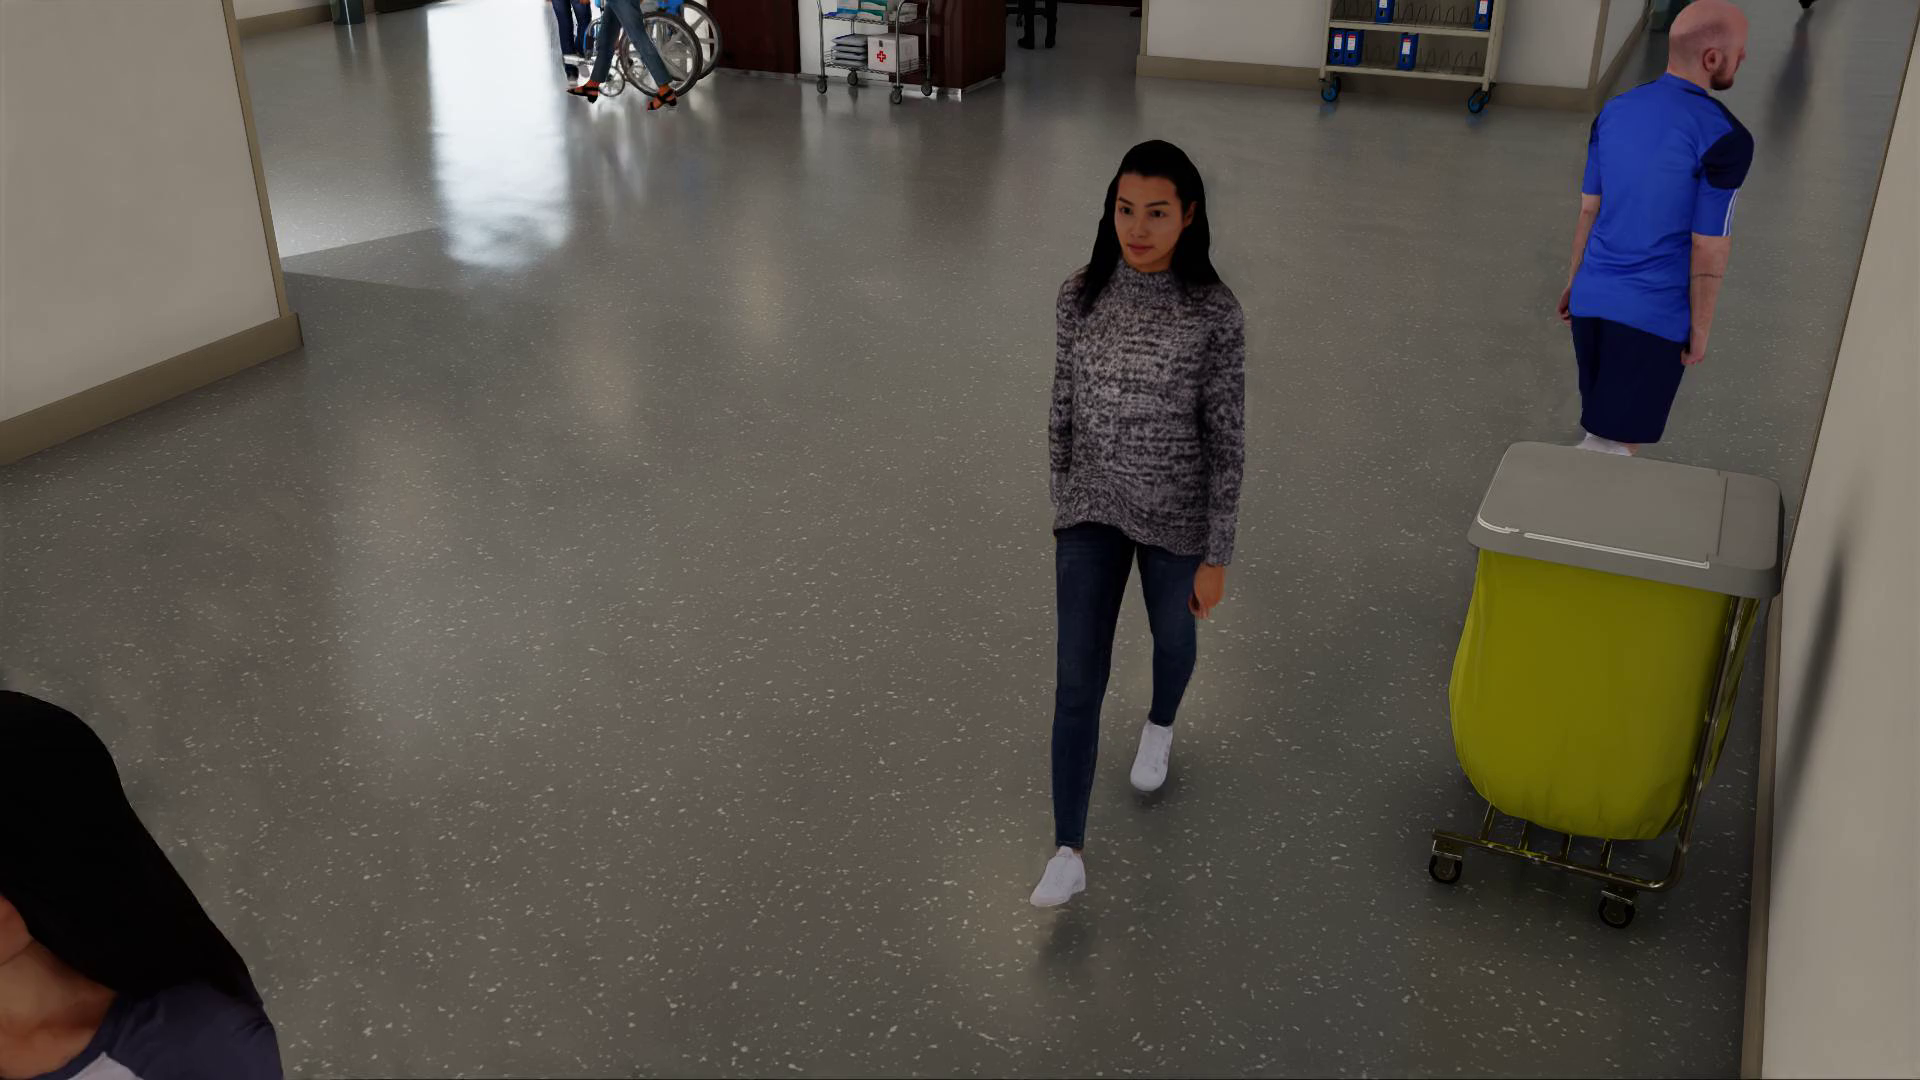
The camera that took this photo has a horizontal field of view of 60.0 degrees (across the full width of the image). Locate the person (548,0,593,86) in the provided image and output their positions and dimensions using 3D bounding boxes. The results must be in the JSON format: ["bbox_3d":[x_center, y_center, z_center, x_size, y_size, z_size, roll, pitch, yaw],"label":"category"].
[{"bbox_3d":[-3.037,-4.301,12.822,0.769,1.553,0.797,-3,26,-6],"label":"person"}]

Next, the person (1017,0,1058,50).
[{"bbox_3d":[0.688,-5.193,14.382,0.726,1.804,0.802,-6,26,-12],"label":"person"}]

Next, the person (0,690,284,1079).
[{"bbox_3d":[-0.858,0.881,1.918,0.810,1.691,0.798,2,26,4],"label":"person"}]

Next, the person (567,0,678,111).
[{"bbox_3d":[-2.324,-3.862,11.808,1.139,1.642,0.827,4,26,7],"label":"person"}]

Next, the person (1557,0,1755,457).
[{"bbox_3d":[1.942,-0.651,4.956,1.163,1.812,1.166,-14,29,-27],"label":"person"}]

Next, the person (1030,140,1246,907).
[{"bbox_3d":[0.447,-0.065,3.883,1.100,1.687,0.755,9,27,18],"label":"person"}]
